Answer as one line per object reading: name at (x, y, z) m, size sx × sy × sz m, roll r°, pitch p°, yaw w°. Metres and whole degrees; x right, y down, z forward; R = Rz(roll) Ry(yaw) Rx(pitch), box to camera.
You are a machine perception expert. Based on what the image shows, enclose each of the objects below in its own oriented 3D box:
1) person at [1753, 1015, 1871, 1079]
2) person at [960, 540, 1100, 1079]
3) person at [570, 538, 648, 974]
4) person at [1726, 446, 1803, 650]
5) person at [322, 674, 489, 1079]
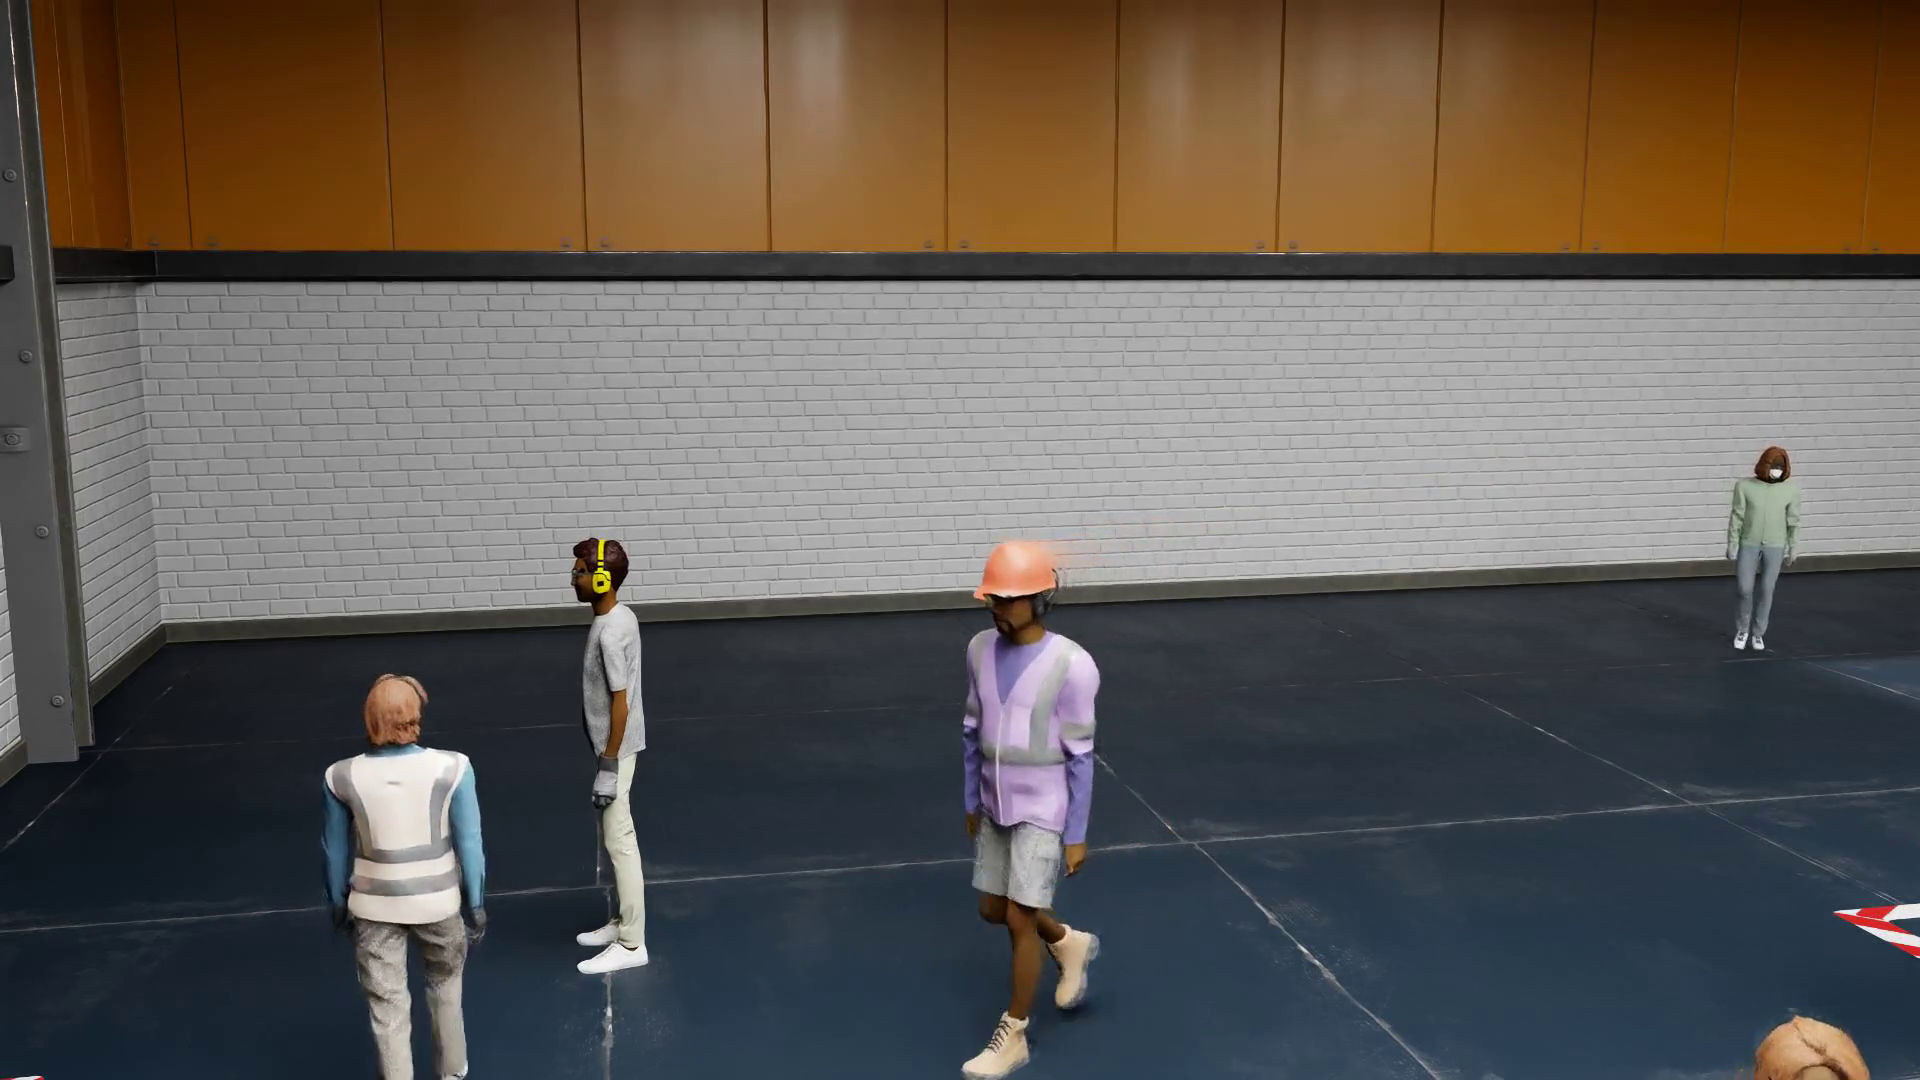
person at (1.579, 1.683, 3.195) m, size 0.514 × 1.625 × 0.374 m, roll 2°, pitch 10°, yaw 13°
person at (0.287, 0.982, 6.274) m, size 0.730 × 2.022 × 0.611 m, roll -9°, pitch 13°, yaw -44°
person at (-1.513, 0.913, 7.131) m, size 0.328 × 1.872 × 0.514 m, roll -2°, pitch 10°, yaw -12°
person at (6.279, 0.073, 13.001) m, size 0.516 × 1.612 × 0.461 m, roll 3°, pitch 10°, yaw 19°
person at (-1.930, 1.250, 5.822) m, size 0.546 × 1.610 × 0.698 m, roll -2°, pitch 10°, yaw -13°
